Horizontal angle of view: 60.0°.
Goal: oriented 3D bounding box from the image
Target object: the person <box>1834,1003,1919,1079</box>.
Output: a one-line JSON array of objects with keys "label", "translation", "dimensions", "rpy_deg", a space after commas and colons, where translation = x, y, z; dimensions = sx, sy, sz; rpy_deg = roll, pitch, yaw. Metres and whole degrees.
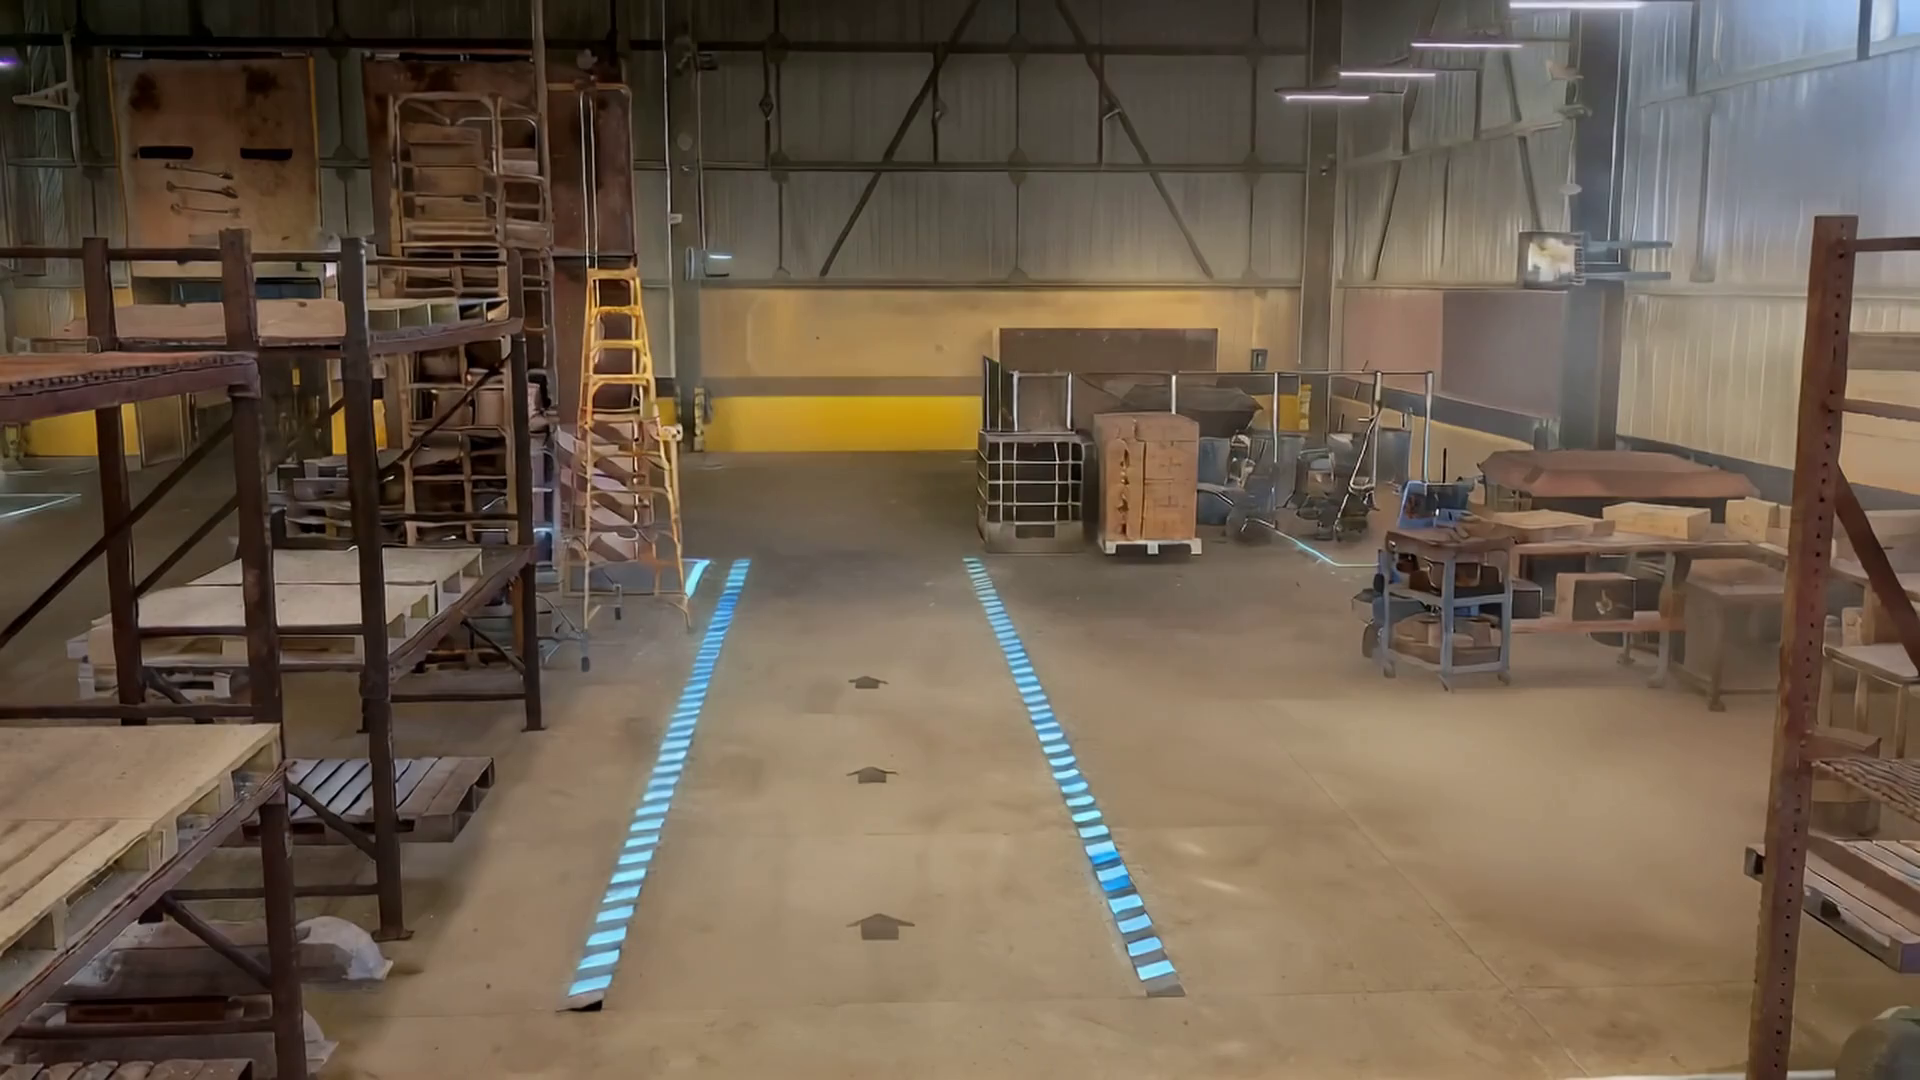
[{"label": "person", "translation": [1.238, 1.560, 2.282], "dimensions": [0.367, 1.939, 0.634], "rpy_deg": [-4, 10, -23]}]

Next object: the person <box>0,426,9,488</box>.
[{"label": "person", "translation": [-13.170, -1.657, 22.520], "dimensions": [0.389, 1.930, 0.544], "rpy_deg": [-8, 12, -41]}]

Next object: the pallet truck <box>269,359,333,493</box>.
[{"label": "pallet truck", "translation": [-7.062, -1.131, 18.996], "dimensions": [1.885, 1.965, 0.823], "rpy_deg": [2, 9, 13]}]
